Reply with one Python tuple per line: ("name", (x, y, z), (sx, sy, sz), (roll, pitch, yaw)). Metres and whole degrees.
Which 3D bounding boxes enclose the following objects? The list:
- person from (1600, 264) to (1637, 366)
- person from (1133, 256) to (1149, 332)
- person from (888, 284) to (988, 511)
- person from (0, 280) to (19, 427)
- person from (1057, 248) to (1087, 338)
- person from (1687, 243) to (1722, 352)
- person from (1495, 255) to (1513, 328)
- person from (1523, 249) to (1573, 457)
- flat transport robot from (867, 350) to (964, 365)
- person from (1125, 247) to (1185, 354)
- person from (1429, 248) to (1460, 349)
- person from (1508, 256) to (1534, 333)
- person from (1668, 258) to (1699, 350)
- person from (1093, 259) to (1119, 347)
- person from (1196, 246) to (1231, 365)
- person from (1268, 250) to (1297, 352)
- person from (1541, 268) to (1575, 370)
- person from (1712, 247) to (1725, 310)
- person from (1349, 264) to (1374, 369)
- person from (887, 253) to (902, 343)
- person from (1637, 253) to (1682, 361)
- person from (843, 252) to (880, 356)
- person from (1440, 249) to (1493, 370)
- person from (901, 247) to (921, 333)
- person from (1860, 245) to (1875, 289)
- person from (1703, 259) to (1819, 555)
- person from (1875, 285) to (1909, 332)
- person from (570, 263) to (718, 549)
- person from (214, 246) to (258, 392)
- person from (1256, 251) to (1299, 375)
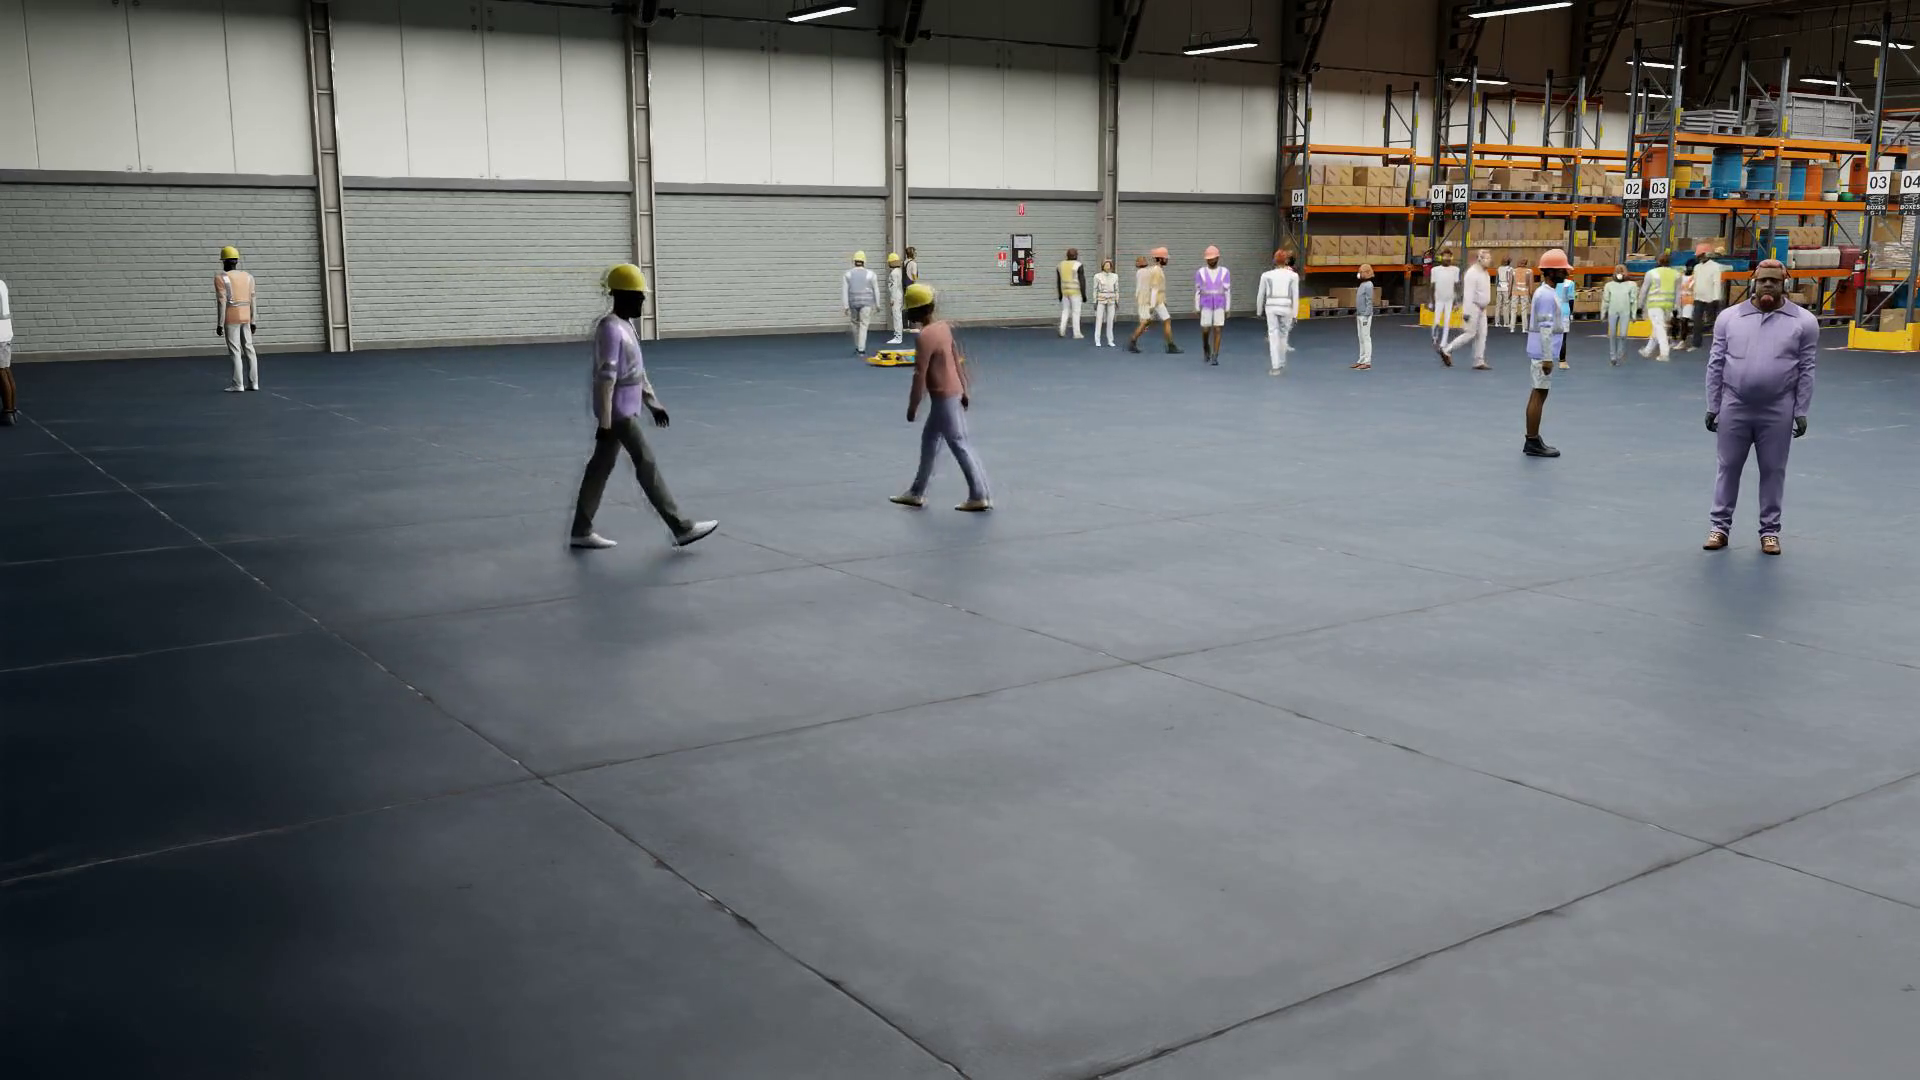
("person", (10.484, -3.574, 26.521), (0.537, 1.608, 0.662), (6, 12, 30))
("person", (3.940, -5.342, 36.156), (0.279, 1.634, 0.498), (6, 12, 30))
("person", (-0.185, -1.055, 12.452), (0.879, 1.693, 0.536), (3, 11, 14))
("person", (-10.512, -2.197, 18.084), (0.360, 1.939, 0.543), (-3, 11, -17))
("person", (2.279, -5.003, 33.736), (0.643, 1.841, 0.429), (9, 13, 39))
("person", (13.456, -4.337, 29.839), (0.874, 1.946, 0.629), (-5, 11, -25))
("person", (12.367, -5.638, 37.763), (0.311, 1.642, 0.513), (-6, 12, -30))
("person", (5.527, -1.755, 15.659), (0.364, 1.939, 0.542), (3, 11, 16))
("flat transport robot", (-0.713, -2.960, 26.839), (1.431, 0.197, 0.652), (-5, 11, -25))
("person", (3.423, -4.219, 29.338), (1.026, 1.887, 0.542), (0, 10, -1))
("person", (8.660, -4.273, 29.698), (0.519, 1.856, 0.460), (1, 10, 8))
("person", (11.977, -5.230, 35.537), (0.521, 1.636, 0.311), (6, 12, 29))
("person", (13.197, -4.290, 30.303), (0.379, 1.670, 0.572), (-9, 14, -41))
("person", (2.738, -4.450, 31.263), (0.520, 1.636, 0.310), (-3, 11, -17))
("person", (4.069, -3.750, 26.681), (0.567, 1.919, 0.433), (2, 10, 9))
("person", (5.808, -4.264, 29.746), (0.478, 1.824, 0.627), (-1, 10, -3))
("person", (9.270, -3.487, 25.826), (0.530, 1.693, 0.321), (7, 13, 35))
("person", (17.414, -5.819, 38.254), (0.403, 1.823, 0.586), (-7, 13, -34))
("person", (6.280, -3.473, 25.905), (0.280, 1.636, 0.500), (0, 10, -3))
("person", (-1.269, -4.690, 32.285), (0.293, 1.745, 0.486), (1, 10, 6))
("person", (11.716, -3.903, 27.897), (0.618, 1.785, 1.009), (-2, 11, -13))
("person", (-1.690, -4.101, 28.924), (0.614, 1.789, 0.893), (2, 10, 9))
("person", (7.914, -3.580, 25.844), (0.730, 1.879, 0.660), (8, 13, 39))
("person", (-1.059, -5.377, 35.769), (0.333, 1.844, 0.514), (-8, 13, -37))
("person", (23.408, -6.774, 43.239), (0.746, 1.913, 0.637), (-4, 11, -23))
("person", (5.200, -0.864, 10.851), (0.642, 1.913, 0.408), (5, 12, 27))
("person", (19.009, -5.014, 33.703), (0.950, 1.875, 0.603), (0, 10, -3))
("person", (-2.121, -0.859, 10.905), (1.014, 1.872, 0.597), (-1, 10, -8))
("person", (-9.635, -2.925, 22.104), (0.384, 1.924, 0.594), (5, 12, 28))
("person", (4.766, -3.409, 25.002), (0.603, 1.828, 0.987), (1, 10, 6))
